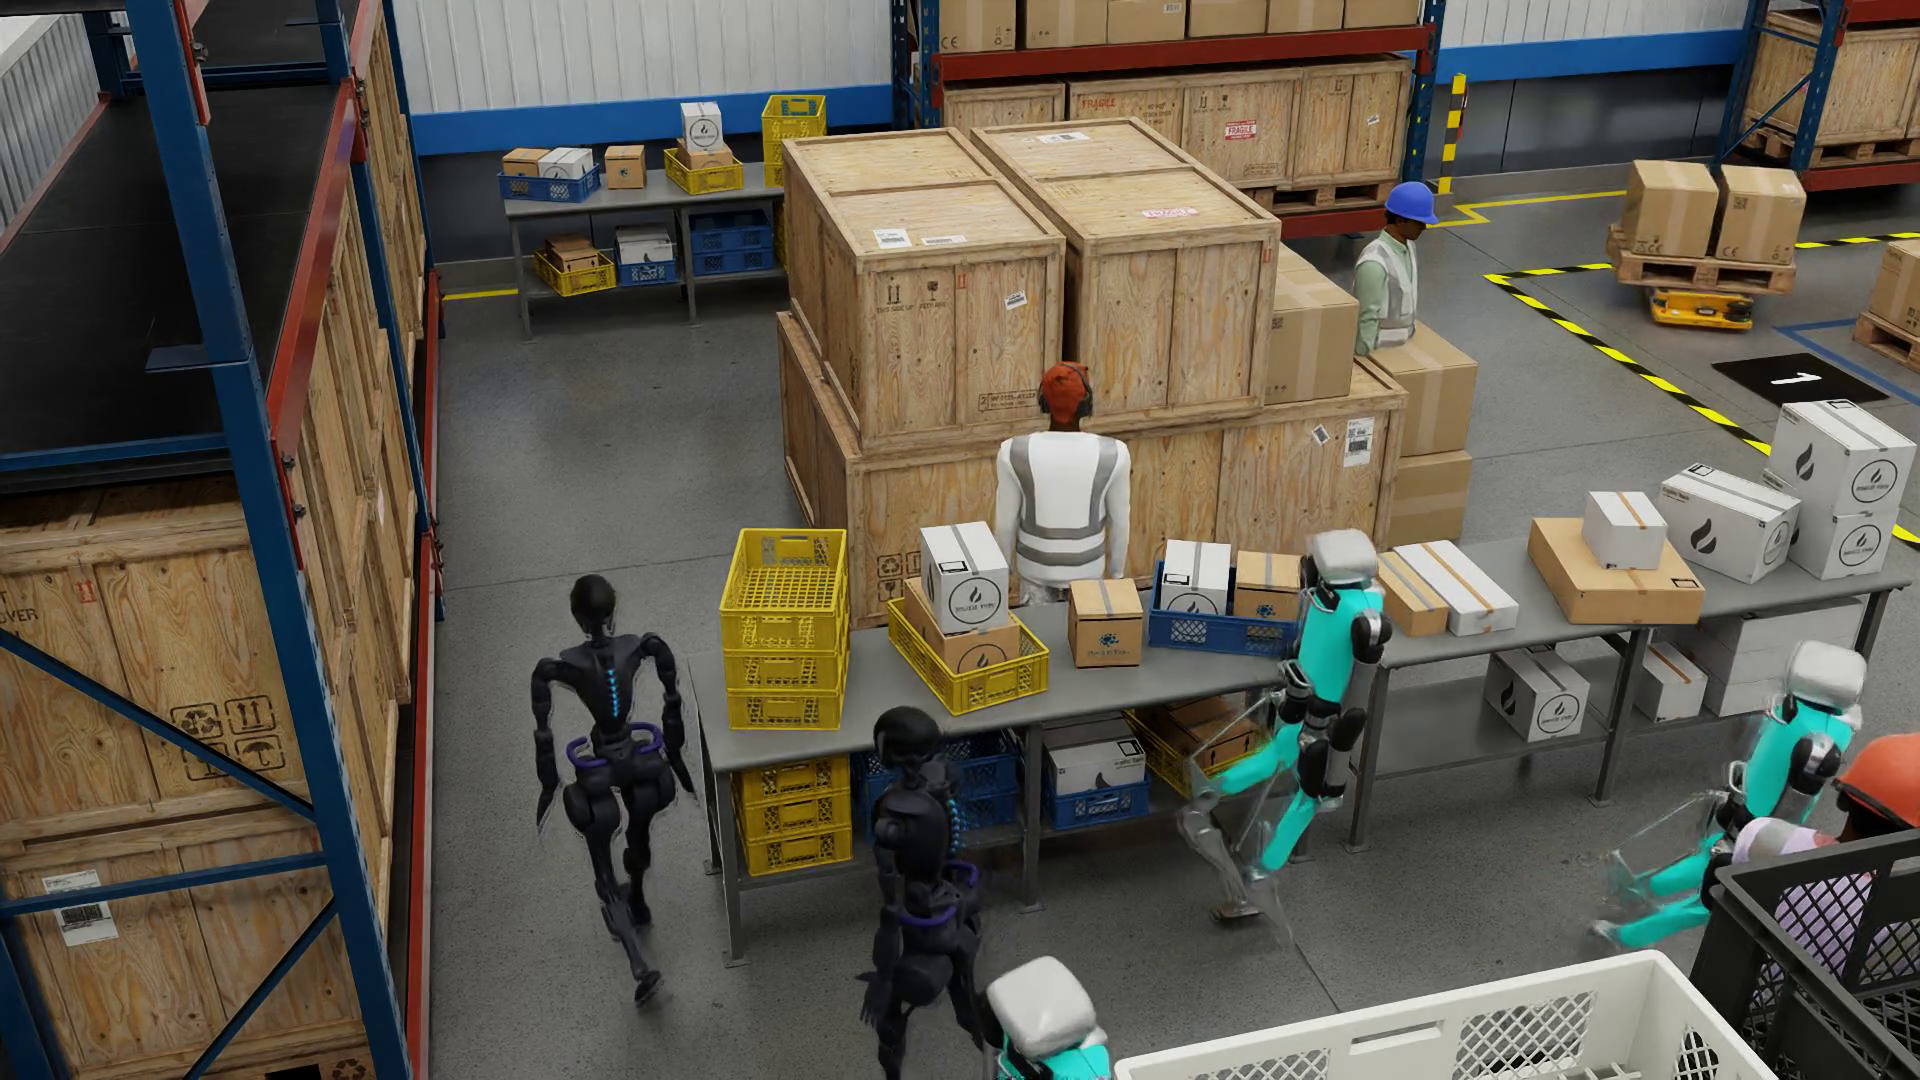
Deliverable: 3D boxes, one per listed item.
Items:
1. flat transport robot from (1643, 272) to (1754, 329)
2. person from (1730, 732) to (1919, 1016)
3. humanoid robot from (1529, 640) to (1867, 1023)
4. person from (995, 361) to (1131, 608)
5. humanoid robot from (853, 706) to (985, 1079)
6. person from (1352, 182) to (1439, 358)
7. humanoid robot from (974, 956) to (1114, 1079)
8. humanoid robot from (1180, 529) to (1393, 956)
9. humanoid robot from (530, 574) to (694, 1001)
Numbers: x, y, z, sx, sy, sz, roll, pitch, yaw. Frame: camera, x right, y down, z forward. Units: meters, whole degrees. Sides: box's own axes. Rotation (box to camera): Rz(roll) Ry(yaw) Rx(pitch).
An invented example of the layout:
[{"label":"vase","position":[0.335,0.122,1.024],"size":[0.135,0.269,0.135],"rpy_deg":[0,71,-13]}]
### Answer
[{"label":"flat transport robot","position":[5.555,-1.962,12.648],"size":[0.652,0.197,1.431],"rpy_deg":[6,29,11]},{"label":"person","position":[2.403,1.406,4.747],"size":[0.423,2.034,0.608],"rpy_deg":[-23,36,-35]},{"label":"humanoid robot","position":[2.414,1.092,5.701],"size":[0.885,1.854,0.575],"rpy_deg":[12,31,20]},{"label":"person","position":[0.438,0.120,7.227],"size":[0.575,1.881,0.350],"rpy_deg":[1,29,2]},{"label":"humanoid robot","position":[-0.037,1.283,5.372],"size":[0.718,1.627,0.600],"rpy_deg":[12,31,21]},{"label":"person","position":[2.364,-1.063,9.329],"size":[0.416,1.931,0.613],"rpy_deg":[18,34,30]},{"label":"humanoid robot","position":[0.039,1.844,4.167],"size":[0.683,1.731,0.534],"rpy_deg":[-18,34,-30]},{"label":"humanoid robot","position":[1.113,0.819,6.162],"size":[0.759,1.831,0.543],"rpy_deg":[-6,29,-10]},{"label":"humanoid robot","position":[-1.237,0.885,6.077],"size":[0.590,1.634,0.699],"rpy_deg":[-14,32,-23]}]
